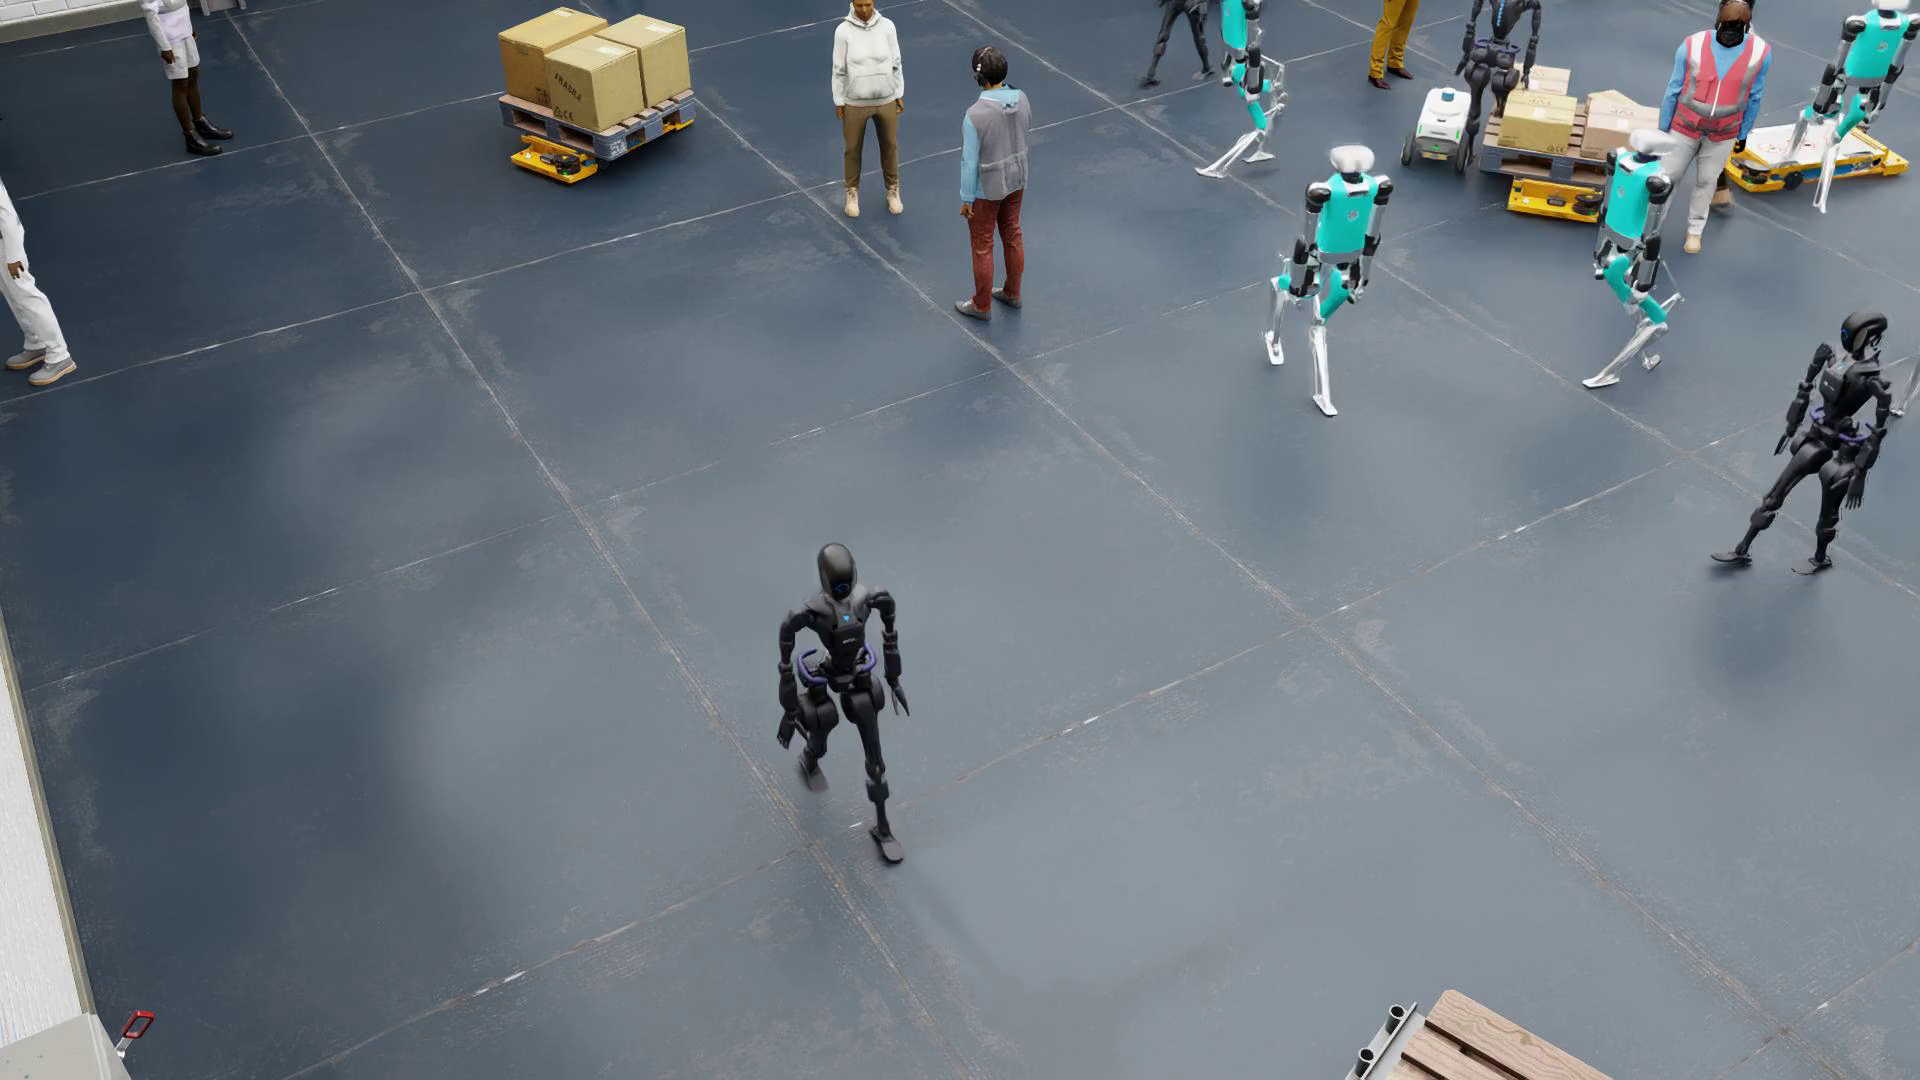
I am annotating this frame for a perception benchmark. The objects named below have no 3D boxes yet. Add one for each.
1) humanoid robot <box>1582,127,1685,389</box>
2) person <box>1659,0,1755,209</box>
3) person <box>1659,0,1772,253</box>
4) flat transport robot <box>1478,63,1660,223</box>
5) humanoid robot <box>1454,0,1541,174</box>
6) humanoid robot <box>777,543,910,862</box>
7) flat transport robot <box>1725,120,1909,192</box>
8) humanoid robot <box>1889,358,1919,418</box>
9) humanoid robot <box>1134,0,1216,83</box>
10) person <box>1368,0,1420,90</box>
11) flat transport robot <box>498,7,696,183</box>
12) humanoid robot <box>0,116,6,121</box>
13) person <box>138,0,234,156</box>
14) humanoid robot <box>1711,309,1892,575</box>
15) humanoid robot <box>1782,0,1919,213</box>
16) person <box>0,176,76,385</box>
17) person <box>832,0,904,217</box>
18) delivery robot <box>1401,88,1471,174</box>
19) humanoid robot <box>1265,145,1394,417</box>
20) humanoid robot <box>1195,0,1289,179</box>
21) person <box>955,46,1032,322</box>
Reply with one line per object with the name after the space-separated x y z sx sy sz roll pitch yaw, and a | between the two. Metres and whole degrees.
4.309 -1.693 10.313 0.836 1.859 0.548 -11 40 -13 | humanoid robot
5.591 -3.307 12.343 0.834 1.659 0.531 31 48 33 | person
5.232 -2.894 11.690 0.629 1.836 0.431 12 40 15 | person
4.674 -2.893 12.943 0.659 0.231 1.431 13 40 15 | flat transport robot
4.113 -3.651 12.767 0.609 1.644 0.359 24 44 27 | humanoid robot
-0.534 0.659 7.370 0.613 1.622 0.798 -16 41 -19 | humanoid robot
6.668 -3.037 13.124 1.431 0.231 0.659 -9 39 -12 | flat transport robot
6.104 -1.459 10.030 0.793 1.890 0.531 -15 41 -19 | humanoid robot
1.897 -4.632 14.047 0.790 1.619 0.609 -24 44 -27 | humanoid robot
3.779 -4.703 14.030 0.536 1.752 0.339 -28 46 -31 | person
-2.881 -3.293 13.446 0.659 0.231 1.431 23 44 27 | flat transport robot
-8.086 -4.107 13.352 0.399 1.641 0.608 -5 39 -6 | humanoid robot
-6.113 -3.971 12.960 0.354 1.936 0.550 0 38 0 | person
4.542 -0.466 8.767 0.708 1.631 0.614 -12 40 -15 | humanoid robot
6.501 -3.351 12.363 0.545 1.761 0.956 0 38 0 | humanoid robot
-5.988 -1.844 10.321 0.576 1.880 0.347 29 47 32 | person
-0.673 -3.211 12.148 0.524 1.758 0.366 -7 39 -9 | person
3.824 -3.273 13.204 0.499 0.609 0.805 13 40 15 | delivery robot
2.180 -1.739 10.332 0.530 1.774 0.994 -9 39 -12 | humanoid robot
2.266 -3.557 12.583 0.993 1.711 0.530 -12 40 -15 | humanoid robot
0.231 -2.311 10.919 0.534 1.872 0.416 -28 46 -31 | person
